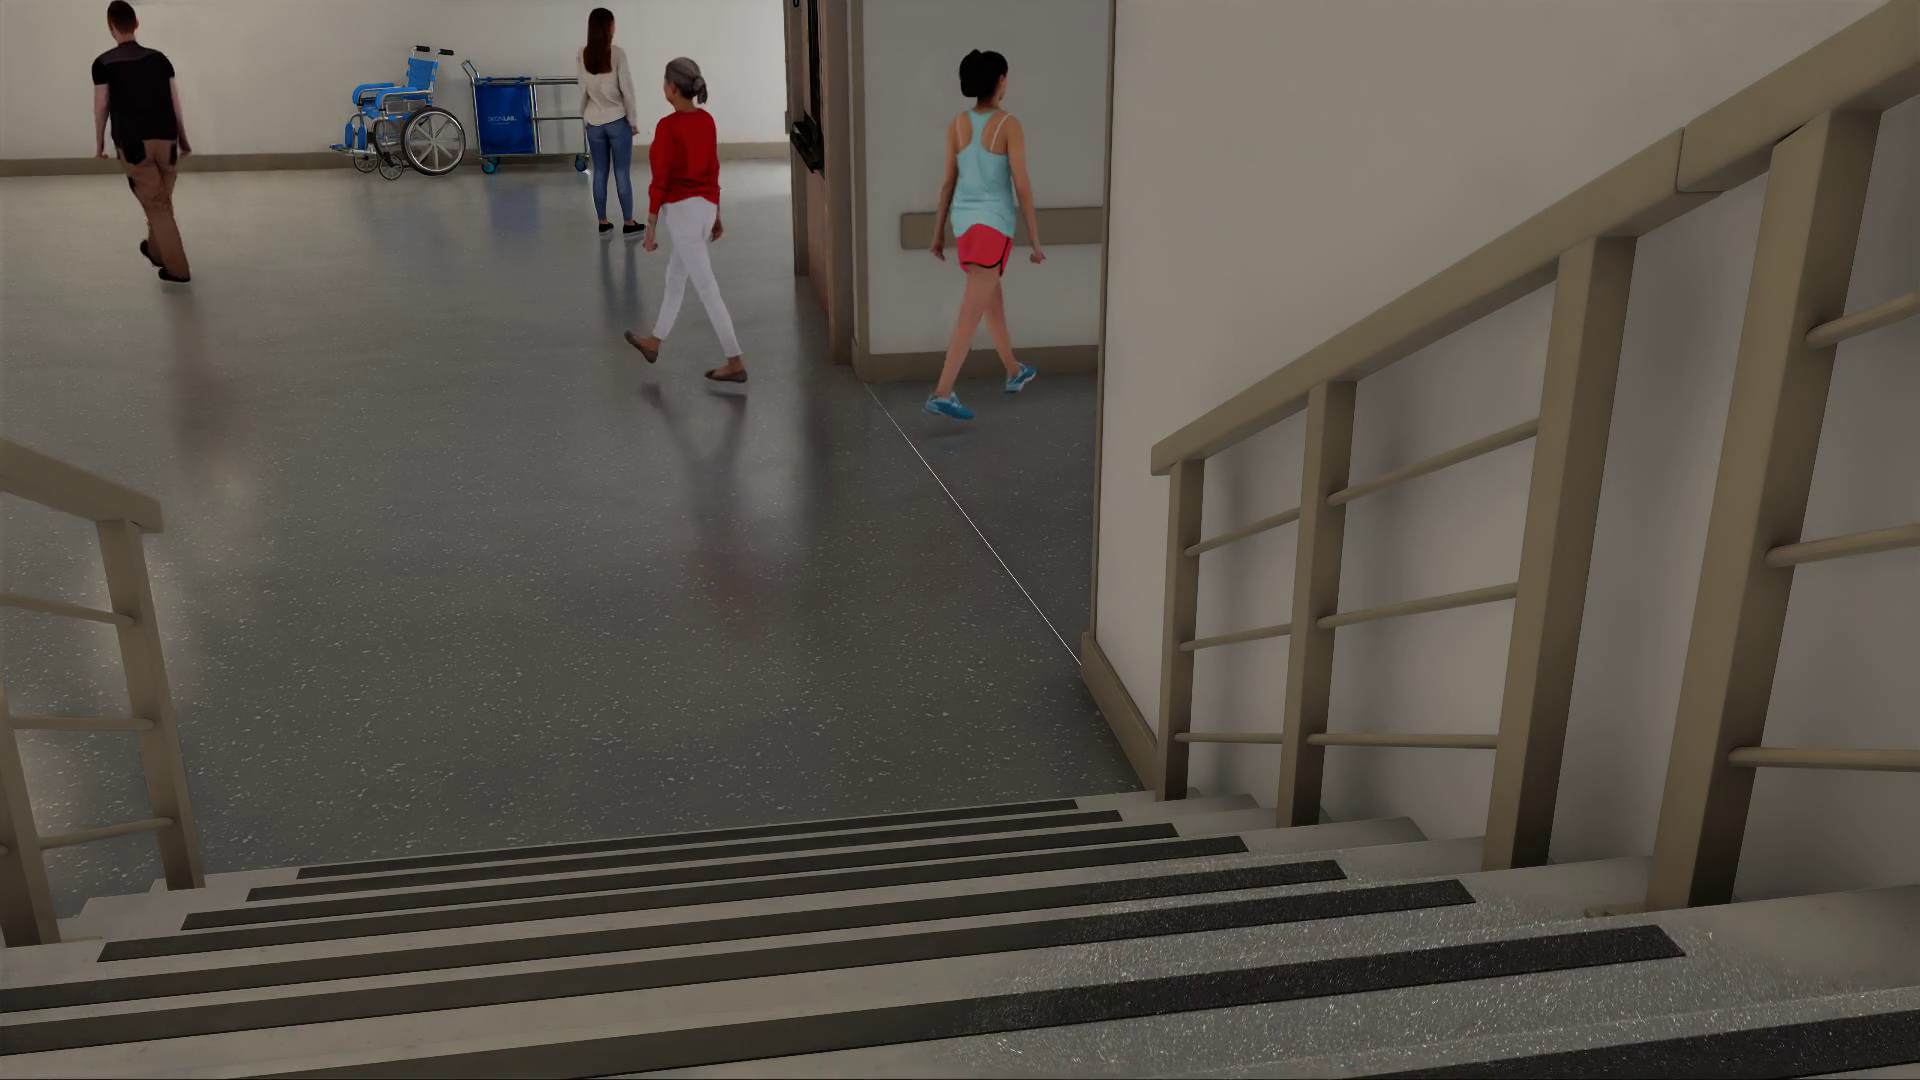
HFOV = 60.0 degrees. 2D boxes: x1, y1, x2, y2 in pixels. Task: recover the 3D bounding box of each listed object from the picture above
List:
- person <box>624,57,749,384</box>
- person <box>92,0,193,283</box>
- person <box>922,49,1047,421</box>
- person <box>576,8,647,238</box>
[{"bbox_3d":[-1.327,-1.602,8.608,1.064,1.651,1.063,11,23,27],"label":"person"},{"bbox_3d":[-5.347,-2.600,11.027,1.176,1.803,1.100,15,26,35],"label":"person"},{"bbox_3d":[0.068,-1.423,8.025,1.215,1.728,1.261,16,26,35],"label":"person"},{"bbox_3d":[-2.692,-3.199,12.761,0.700,1.694,0.698,6,22,15],"label":"person"}]
